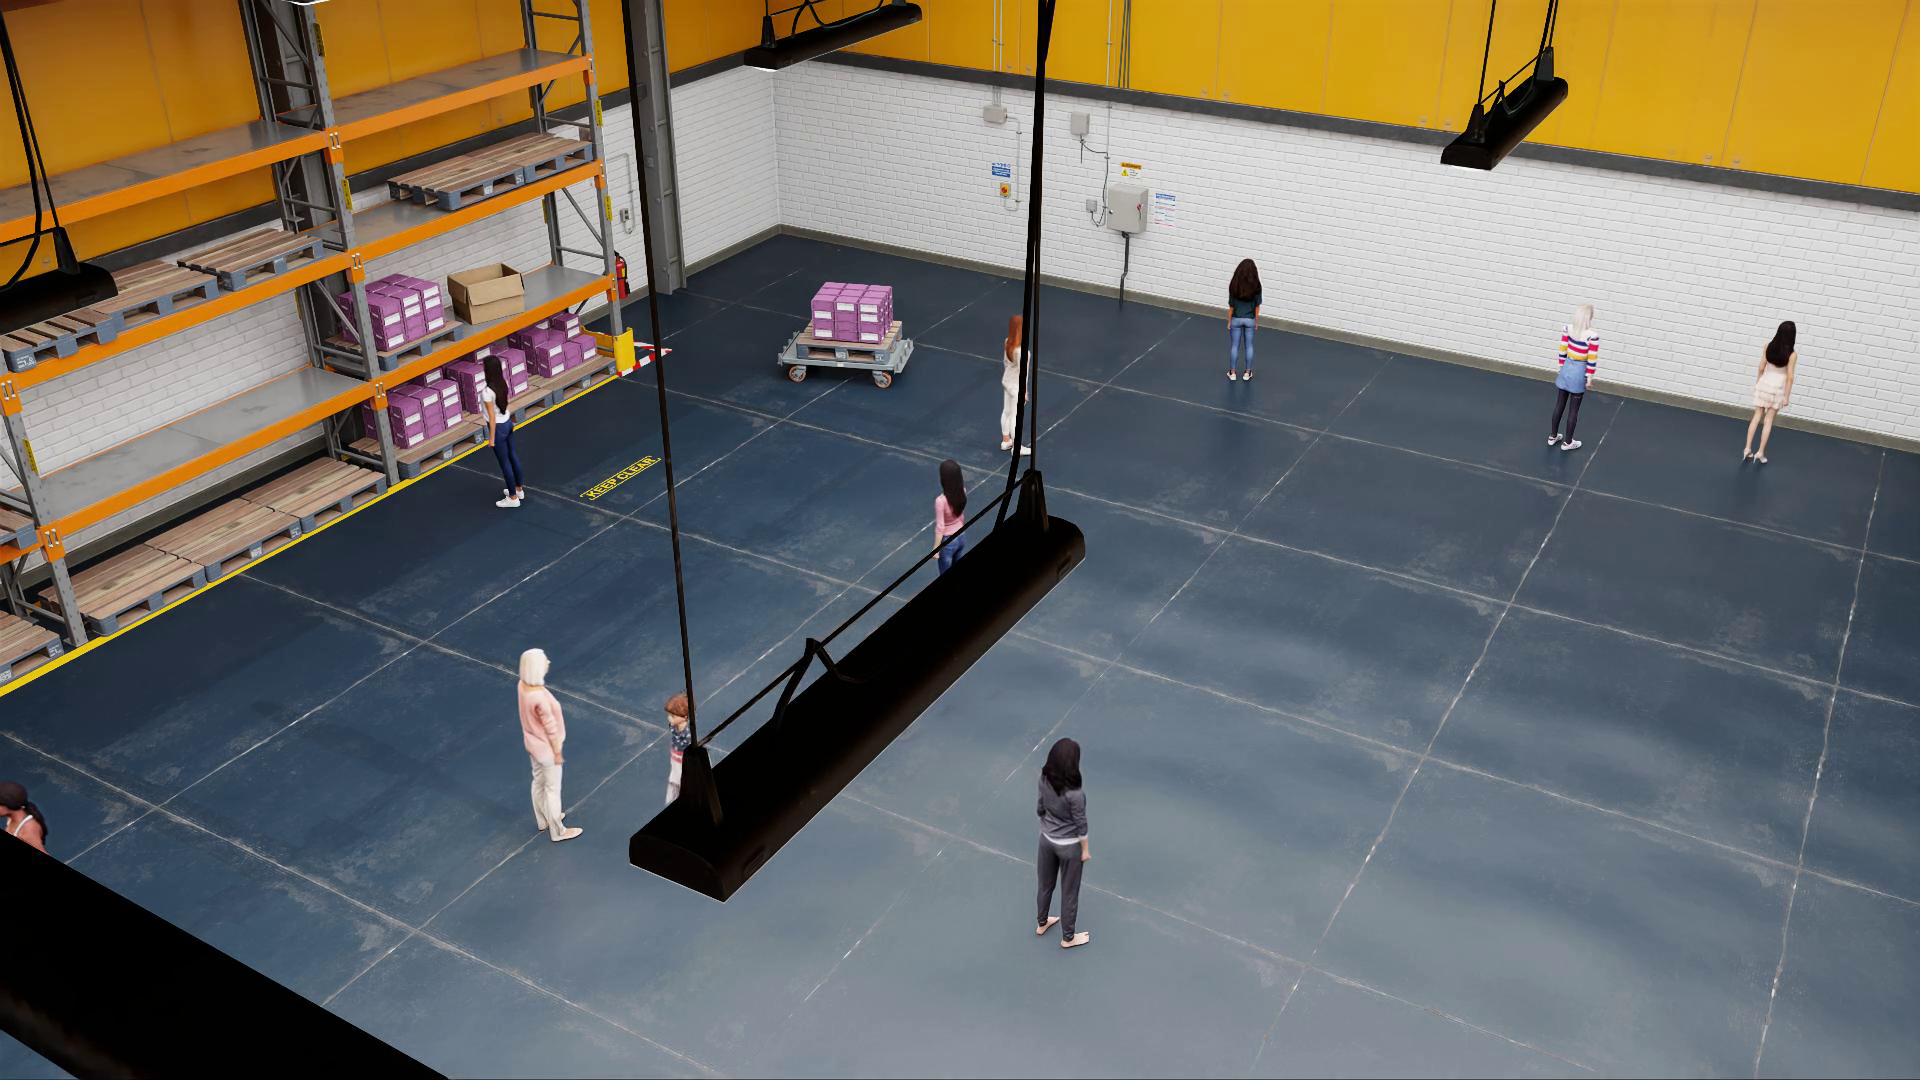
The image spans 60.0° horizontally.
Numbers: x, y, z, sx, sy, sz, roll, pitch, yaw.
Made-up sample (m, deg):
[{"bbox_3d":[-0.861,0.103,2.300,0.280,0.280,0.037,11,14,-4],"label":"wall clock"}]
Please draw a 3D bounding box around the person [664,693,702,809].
[{"bbox_3d":[-2.091,1.827,13.135,1.007,1.404,0.728,-22,36,-35],"label":"person"}]

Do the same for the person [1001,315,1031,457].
[{"bbox_3d":[0.630,-1.820,19.500,0.738,1.713,0.695,-11,31,-19],"label":"person"}]

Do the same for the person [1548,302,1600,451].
[{"bbox_3d":[7.250,-1.954,19.645,0.689,1.808,0.721,-18,33,-29],"label":"person"}]

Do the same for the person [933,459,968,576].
[{"bbox_3d":[-0.096,0.014,16.107,0.666,1.742,0.482,20,35,33],"label":"person"}]

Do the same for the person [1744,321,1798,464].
[{"bbox_3d":[9.399,-1.720,19.294,0.664,1.734,0.658,-18,34,-30],"label":"person"}]

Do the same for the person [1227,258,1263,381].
[{"bbox_3d":[3.659,-2.850,21.488,0.682,1.616,0.700,4,29,8],"label":"person"}]

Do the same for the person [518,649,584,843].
[{"bbox_3d":[-3.314,1.612,13.197,0.638,1.724,0.664,-22,35,-34],"label":"person"}]

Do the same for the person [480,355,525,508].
[{"bbox_3d":[-5.038,-1.204,18.306,0.709,1.775,0.562,6,29,10],"label":"person"}]

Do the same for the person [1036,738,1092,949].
[{"bbox_3d":[0.735,2.196,12.084,0.632,1.765,0.578,23,36,36],"label":"person"}]

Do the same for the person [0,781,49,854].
[{"bbox_3d":[-6.445,2.410,11.703,0.604,1.753,0.621,-23,36,-36],"label":"person"}]
